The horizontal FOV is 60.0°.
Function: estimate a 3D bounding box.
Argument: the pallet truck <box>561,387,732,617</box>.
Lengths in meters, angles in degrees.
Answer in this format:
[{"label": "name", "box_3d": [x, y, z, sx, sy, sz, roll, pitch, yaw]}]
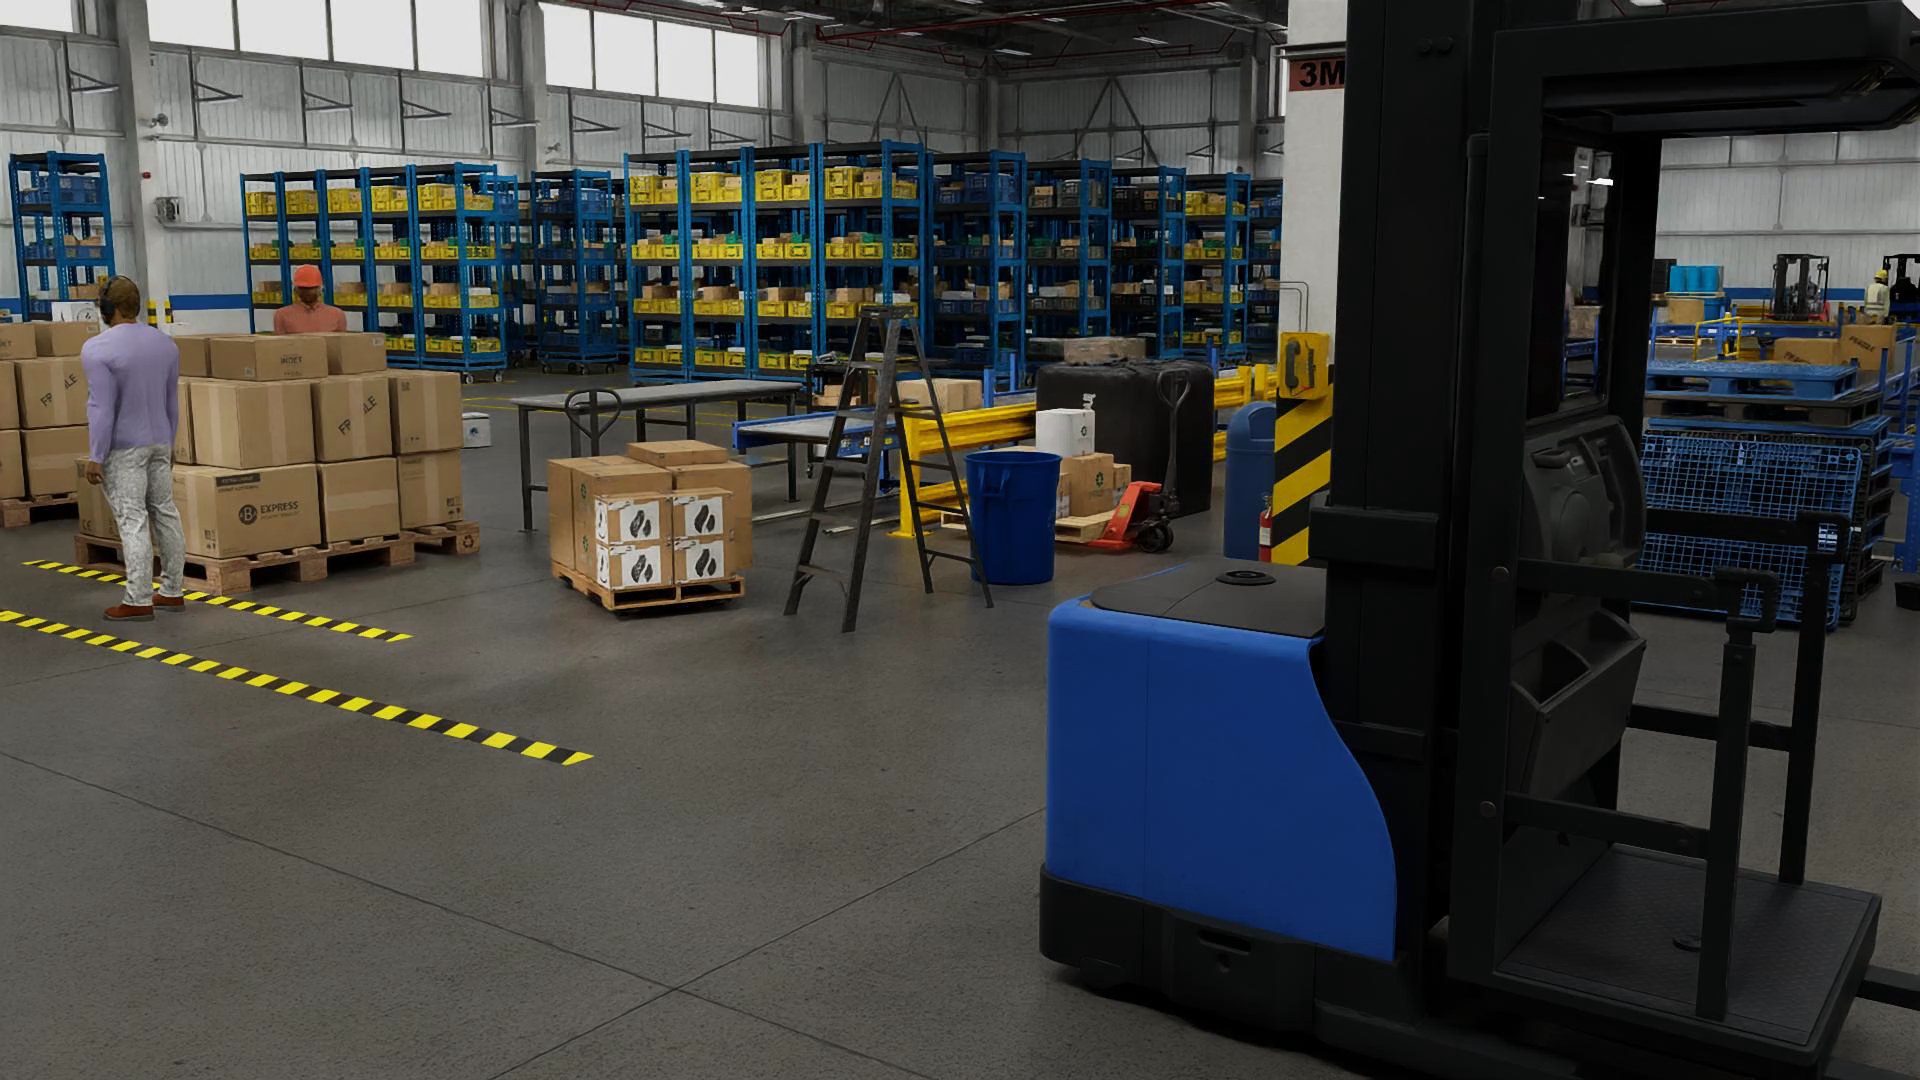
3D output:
[{"label": "pallet truck", "box_3d": [-1.981, -0.274, 10.088, 0.680, 1.201, 1.601, -5, 11, -28]}]

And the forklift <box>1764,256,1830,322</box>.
[{"label": "forklift", "box_3d": [20.253, -5.854, 40.139, 1.157, 1.987, 2.680, 7, 12, 35]}]

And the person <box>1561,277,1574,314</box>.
[{"label": "person", "box_3d": [12.323, -4.652, 34.314, 0.662, 1.854, 1.004, 9, 13, 43]}]

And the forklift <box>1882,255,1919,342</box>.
[{"label": "forklift", "box_3d": [22.089, -5.634, 38.796, 1.157, 1.987, 2.680, 6, 11, 33]}]

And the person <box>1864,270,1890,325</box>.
[{"label": "person", "box_3d": [19.445, -4.798, 35.242, 0.403, 1.827, 0.600, -3, 10, -18]}]

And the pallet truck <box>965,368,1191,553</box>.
[{"label": "pallet truck", "box_3d": [0.845, -0.609, 11.869, 1.630, 1.274, 0.653, 7, 12, 35]}]

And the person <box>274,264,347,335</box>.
[{"label": "person", "box_3d": [-5.580, -1.376, 14.378, 0.613, 1.991, 0.392, -5, 11, -27]}]

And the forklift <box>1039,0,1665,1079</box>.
[{"label": "forklift", "box_3d": [1.249, -0.137, 4.360, 1.873, 2.768, 1.129, 7, 12, 35]}]

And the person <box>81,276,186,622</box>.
[{"label": "person", "box_3d": [-4.654, -0.507, 9.364, 0.373, 1.940, 0.627, 3, 10, 17]}]

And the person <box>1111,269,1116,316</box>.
[{"label": "person", "box_3d": [3.672, -5.687, 40.496, 0.570, 1.840, 0.373, -9, 13, -43]}]
